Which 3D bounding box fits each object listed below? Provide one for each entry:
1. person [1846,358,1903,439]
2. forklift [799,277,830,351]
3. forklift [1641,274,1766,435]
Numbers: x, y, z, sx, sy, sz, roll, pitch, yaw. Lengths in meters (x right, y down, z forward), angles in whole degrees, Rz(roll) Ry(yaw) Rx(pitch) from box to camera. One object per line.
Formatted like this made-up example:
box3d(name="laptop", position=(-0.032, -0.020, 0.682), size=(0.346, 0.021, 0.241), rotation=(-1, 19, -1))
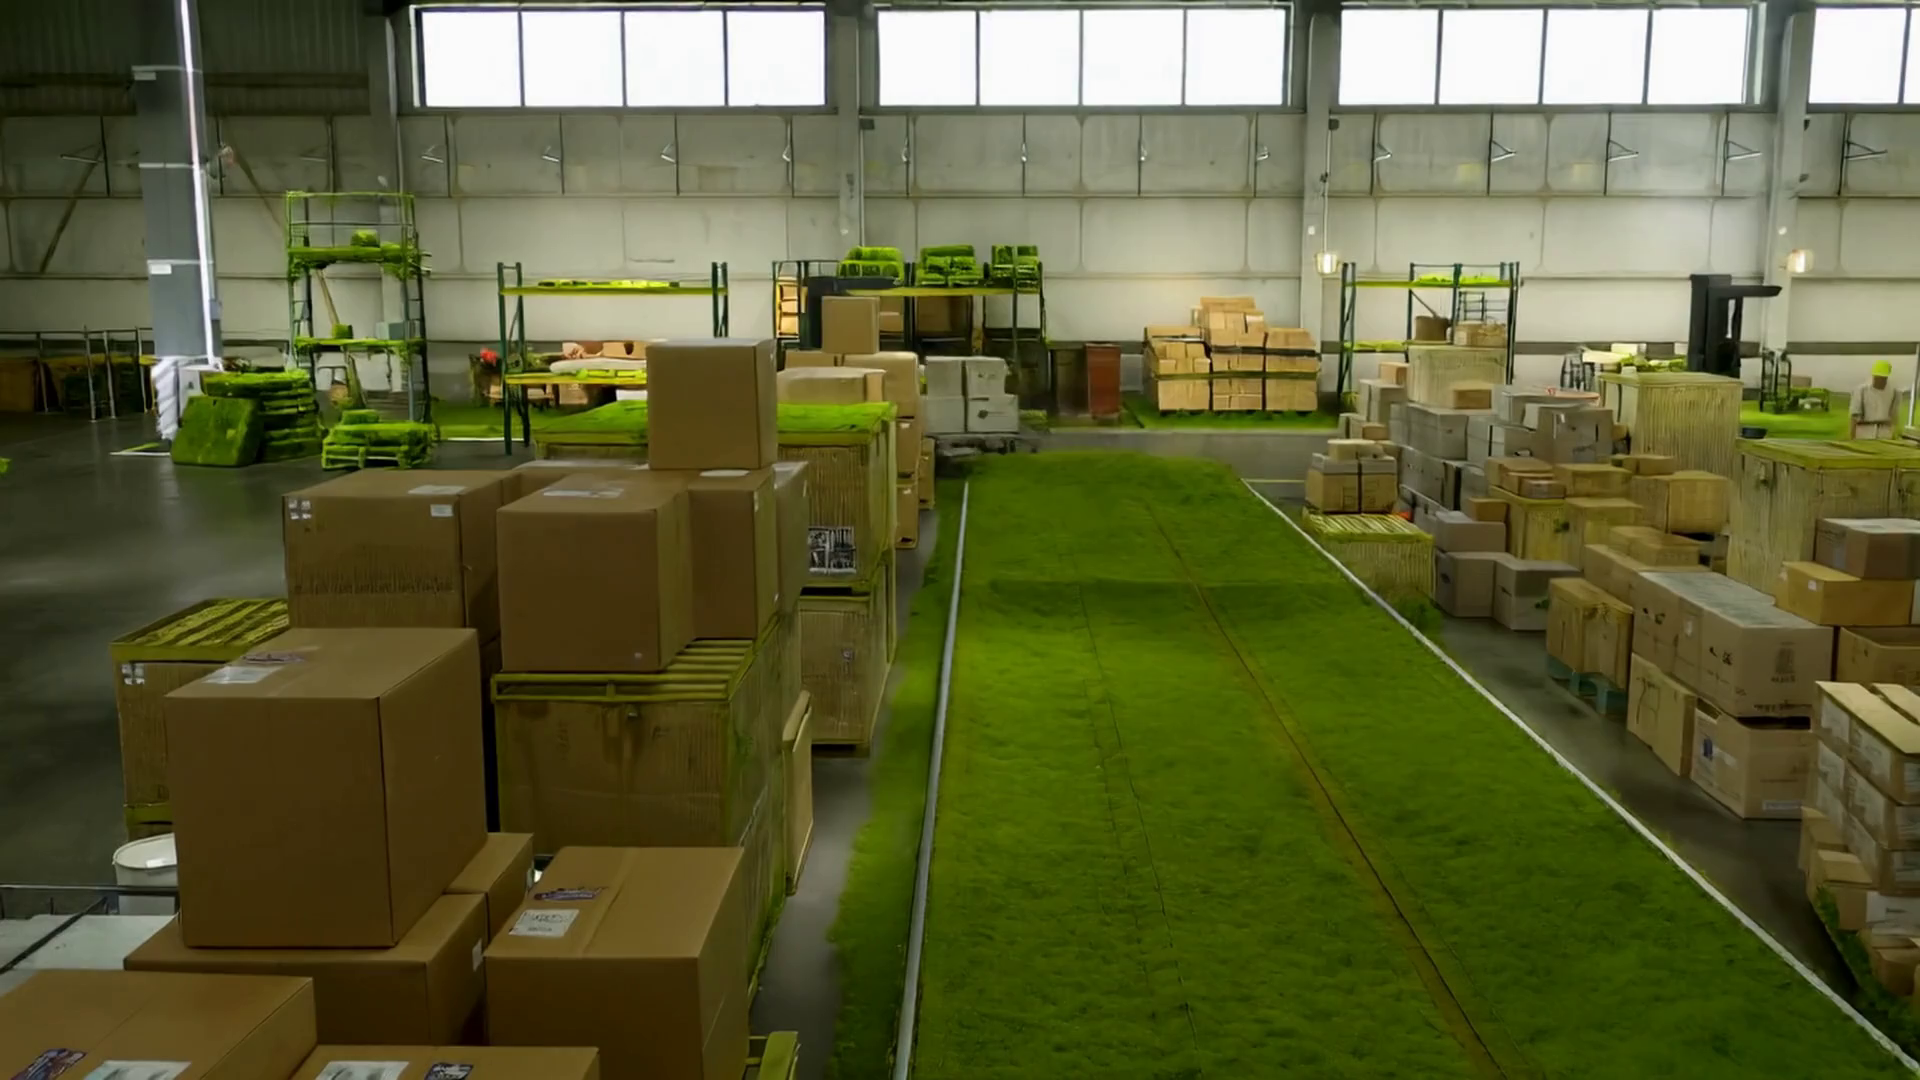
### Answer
box3d(name="person", position=(10.726, -1.179, 19.540), size=(0.574, 1.925, 0.445), rotation=(3, 10, 19))
box3d(name="forklift", position=(-2.050, -2.405, 24.044), size=(1.873, 2.768, 1.129), rotation=(-1, 10, -6))
box3d(name="forklift", position=(13.084, -3.274, 29.247), size=(1.873, 2.768, 1.129), rotation=(0, 9, 1))
